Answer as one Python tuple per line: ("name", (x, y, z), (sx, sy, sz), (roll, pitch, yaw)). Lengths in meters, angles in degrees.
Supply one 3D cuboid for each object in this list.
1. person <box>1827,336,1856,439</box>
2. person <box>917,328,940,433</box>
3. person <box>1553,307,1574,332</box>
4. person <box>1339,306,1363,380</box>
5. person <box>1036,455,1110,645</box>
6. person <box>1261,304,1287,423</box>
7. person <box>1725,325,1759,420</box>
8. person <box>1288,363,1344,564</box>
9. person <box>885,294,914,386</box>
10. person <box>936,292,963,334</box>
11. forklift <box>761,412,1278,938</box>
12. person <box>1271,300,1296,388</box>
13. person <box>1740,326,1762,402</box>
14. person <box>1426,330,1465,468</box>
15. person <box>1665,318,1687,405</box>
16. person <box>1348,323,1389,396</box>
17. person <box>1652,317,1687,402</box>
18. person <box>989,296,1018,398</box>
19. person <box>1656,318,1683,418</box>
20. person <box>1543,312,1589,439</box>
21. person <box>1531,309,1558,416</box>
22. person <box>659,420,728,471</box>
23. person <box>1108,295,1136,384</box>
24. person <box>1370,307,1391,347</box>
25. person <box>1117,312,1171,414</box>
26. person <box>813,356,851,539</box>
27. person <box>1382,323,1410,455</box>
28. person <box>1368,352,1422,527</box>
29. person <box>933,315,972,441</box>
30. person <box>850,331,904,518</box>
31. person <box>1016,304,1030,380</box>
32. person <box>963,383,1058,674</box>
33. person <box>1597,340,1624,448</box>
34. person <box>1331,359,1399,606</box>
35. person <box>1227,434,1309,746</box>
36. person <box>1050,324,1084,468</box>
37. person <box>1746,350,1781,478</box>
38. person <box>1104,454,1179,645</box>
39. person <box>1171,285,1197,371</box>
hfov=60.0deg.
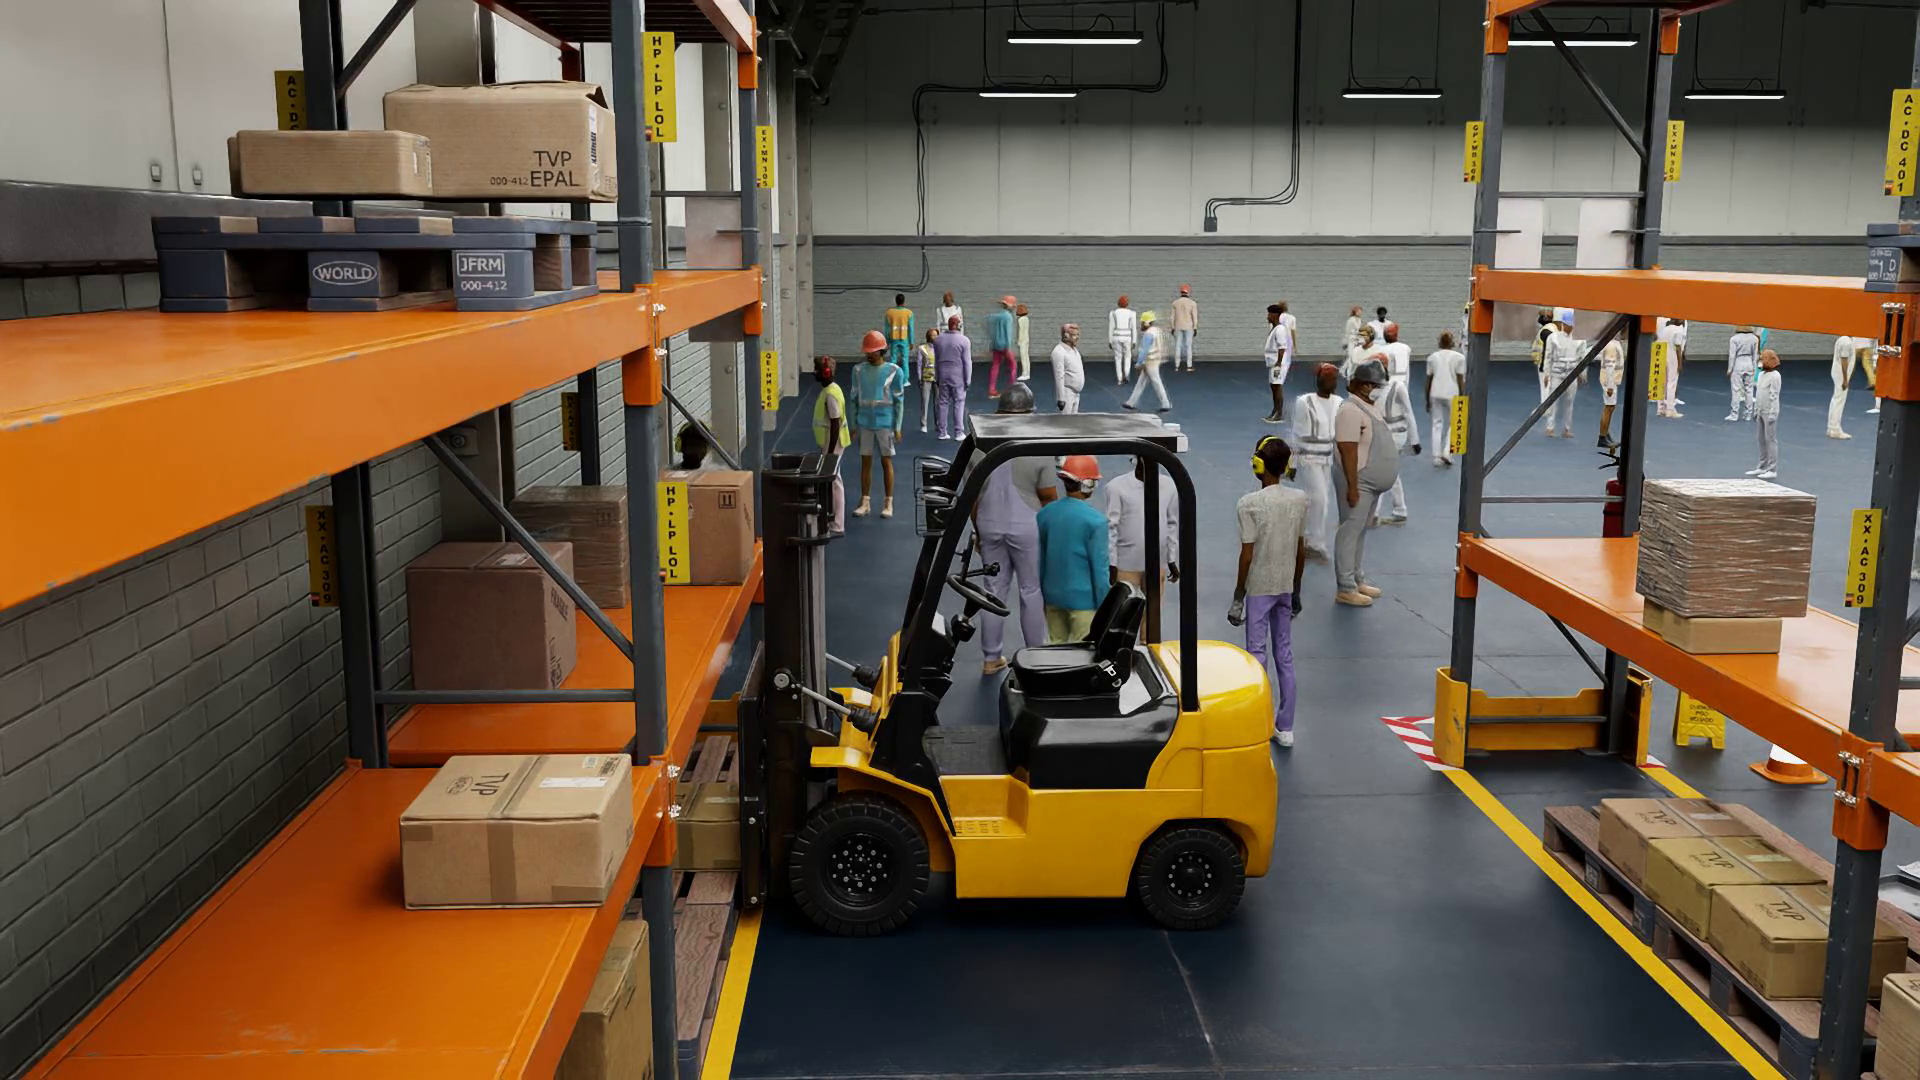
("person", (13.438, -2.458, 25.298), (0.346, 1.845, 0.505), (4, 11, 21))
("person", (-0.438, -2.514, 26.176), (0.515, 1.642, 0.309), (-4, 11, -20))
("person", (12.625, -4.228, 34.616), (0.538, 2.000, 0.684), (9, 13, 40))
("person", (8.419, -4.249, 35.905), (0.523, 1.613, 0.536), (8, 13, 39))
("person", (0.700, 0.328, 10.039), (0.335, 1.750, 0.564), (-9, 13, -40))
("person", (5.217, -2.920, 27.535), (0.361, 1.963, 0.612), (0, 10, 1))
("person", (13.100, -2.872, 27.894), (0.487, 1.741, 0.313), (-1, 10, -3))
("person", (3.417, -0.703, 15.454), (0.622, 1.860, 0.708), (-6, 12, -31))
("person", (-1.258, -4.148, 34.523), (0.589, 1.918, 0.383), (1, 10, 5))
("person", (-0.243, -4.622, 37.312), (0.589, 1.864, 0.698), (-1, 10, -8))
("forklift", (0.291, 0.548, 7.580), (2.313, 2.155, 1.214), (0, 10, -2))
("person", (6.513, -3.933, 33.577), (0.526, 1.827, 0.704), (4, 11, 23))
("person", (14.800, -3.501, 31.070), (0.327, 1.863, 0.511), (-1, 10, -7))
("person", (6.432, -1.863, 22.066), (0.537, 1.815, 0.476), (6, 12, 30))
("person", (13.148, -3.443, 30.581), (0.597, 1.917, 0.379), (-9, 13, -40))
("person", (5.326, -1.865, 21.778), (0.380, 1.931, 0.625), (-6, 12, -31))
("person", (13.165, -3.503, 30.954), (0.637, 1.907, 0.423), (4, 11, 22))
("person", (0.923, -3.689, 31.849), (0.884, 1.942, 0.653), (-5, 12, -28))
("person", (12.114, -2.995, 28.308), (0.343, 1.839, 0.506), (-2, 10, -12))
("person", (9.219, -2.496, 25.286), (0.641, 1.917, 0.641), (1, 10, 7))
("person", (10.079, -3.062, 28.676), (0.430, 1.844, 0.623), (5, 11, 25))
("person", (-1.776, 0.102, 11.045), (0.601, 1.846, 0.577), (-2, 10, -11))
("person", (3.410, -4.207, 34.994), (0.578, 1.871, 0.426), (1, 10, 3))
("person", (8.674, -3.993, 34.412), (0.548, 1.643, 0.887), (0, 10, -2))
("person", (3.242, -3.071, 28.925), (0.965, 1.773, 0.587), (2, 10, 12))
("person", (-1.301, -0.934, 16.801), (0.393, 1.847, 0.563), (-1, 10, -8))
("person", (5.998, -2.085, 23.135), (0.579, 1.877, 0.395), (-8, 13, -37))
("person", (4.432, -1.047, 17.460), (0.702, 1.853, 0.597), (-4, 11, -21))
("person", (-0.089, -2.437, 25.048), (0.645, 1.900, 0.399), (6, 12, 30))
("person", (-0.915, -1.246, 18.027), (0.605, 2.033, 0.392), (3, 11, 16))
("person", (1.358, -4.285, 36.066), (0.271, 1.632, 0.503), (4, 11, 22))
("person", (0.395, -0.070, 11.452), (0.680, 2.000, 0.537), (5, 11, 26))
("person", (9.510, -2.298, 24.195), (0.383, 1.926, 0.550), (5, 11, 25))
("person", (3.371, -0.496, 13.822), (0.537, 2.000, 0.674), (5, 11, 27))
("person", (1.801, 0.315, 9.784), (0.514, 1.872, 0.328), (-6, 12, -29))
("person", (1.447, -1.912, 22.084), (0.411, 1.909, 0.643), (4, 11, 23))
("person", (10.252, -1.603, 21.160), (0.288, 1.626, 0.498), (0, 10, 0))
("person", (1.227, 0.125, 11.158), (0.561, 1.752, 0.327), (-5, 11, -24))
("person", (5.206, -4.925, 38.628), (0.623, 1.990, 0.393), (4, 11, 19))
